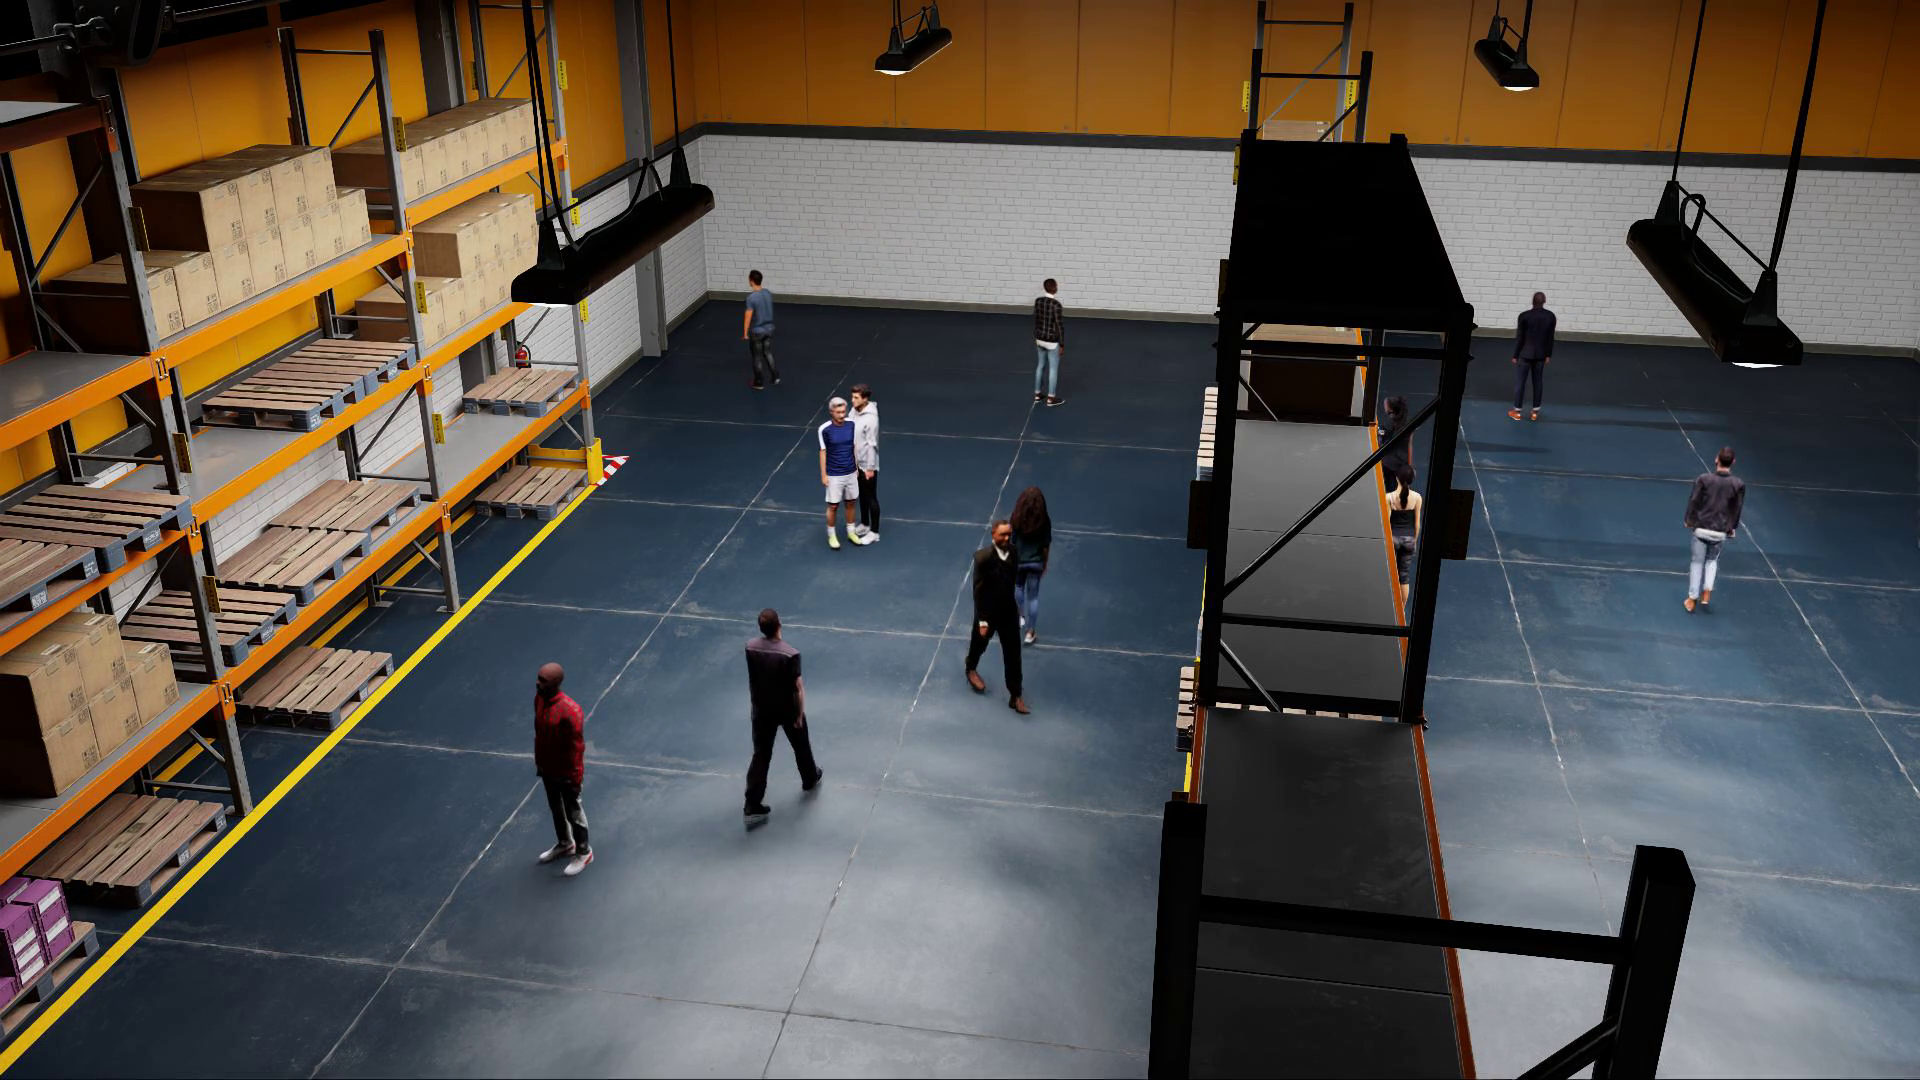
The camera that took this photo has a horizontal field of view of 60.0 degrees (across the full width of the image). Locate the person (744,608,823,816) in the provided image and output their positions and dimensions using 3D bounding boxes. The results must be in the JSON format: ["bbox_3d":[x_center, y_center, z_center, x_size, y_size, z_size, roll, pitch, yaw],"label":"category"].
[{"bbox_3d":[-1.603,1.475,13.947,0.832,1.802,1.250,10,25,21],"label":"person"}]

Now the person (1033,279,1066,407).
[{"bbox_3d":[1.257,-2.844,23.807,0.744,1.818,0.738,20,30,38],"label":"person"}]

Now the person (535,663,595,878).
[{"bbox_3d":[-3.164,1.786,13.215,0.753,1.819,0.751,19,30,37],"label":"person"}]

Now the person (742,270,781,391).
[{"bbox_3d":[-2.864,-3.060,24.320,0.931,1.803,0.856,19,30,36],"label":"person"}]

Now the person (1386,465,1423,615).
[{"bbox_3d":[4.567,0.038,17.324,0.617,1.730,0.597,-1,24,-2],"label":"person"}]

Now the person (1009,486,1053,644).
[{"bbox_3d":[0.690,0.273,16.974,0.684,1.579,0.886,2,24,4],"label":"person"}]

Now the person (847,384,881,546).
[{"bbox_3d":[-1.092,-0.910,19.245,0.833,1.928,0.775,-16,28,-33],"label":"person"}]

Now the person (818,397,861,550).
[{"bbox_3d":[-1.383,-0.797,19.108,0.727,1.831,0.778,-14,27,-29],"label":"person"}]

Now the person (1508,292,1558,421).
[{"bbox_3d":[7.968,-2.569,23.180,0.729,1.817,0.639,0,24,1],"label":"person"}]

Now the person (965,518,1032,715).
[{"bbox_3d":[0.276,0.661,15.731,1.200,1.865,1.334,-13,27,-28],"label":"person"}]

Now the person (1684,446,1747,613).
[{"bbox_3d":[7.891,-0.072,17.462,0.663,1.821,0.581,5,24,11],"label":"person"}]

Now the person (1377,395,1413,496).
[{"bbox_3d":[5.082,-0.838,19.344,0.904,1.718,1.045,-8,25,-17],"label":"person"}]
